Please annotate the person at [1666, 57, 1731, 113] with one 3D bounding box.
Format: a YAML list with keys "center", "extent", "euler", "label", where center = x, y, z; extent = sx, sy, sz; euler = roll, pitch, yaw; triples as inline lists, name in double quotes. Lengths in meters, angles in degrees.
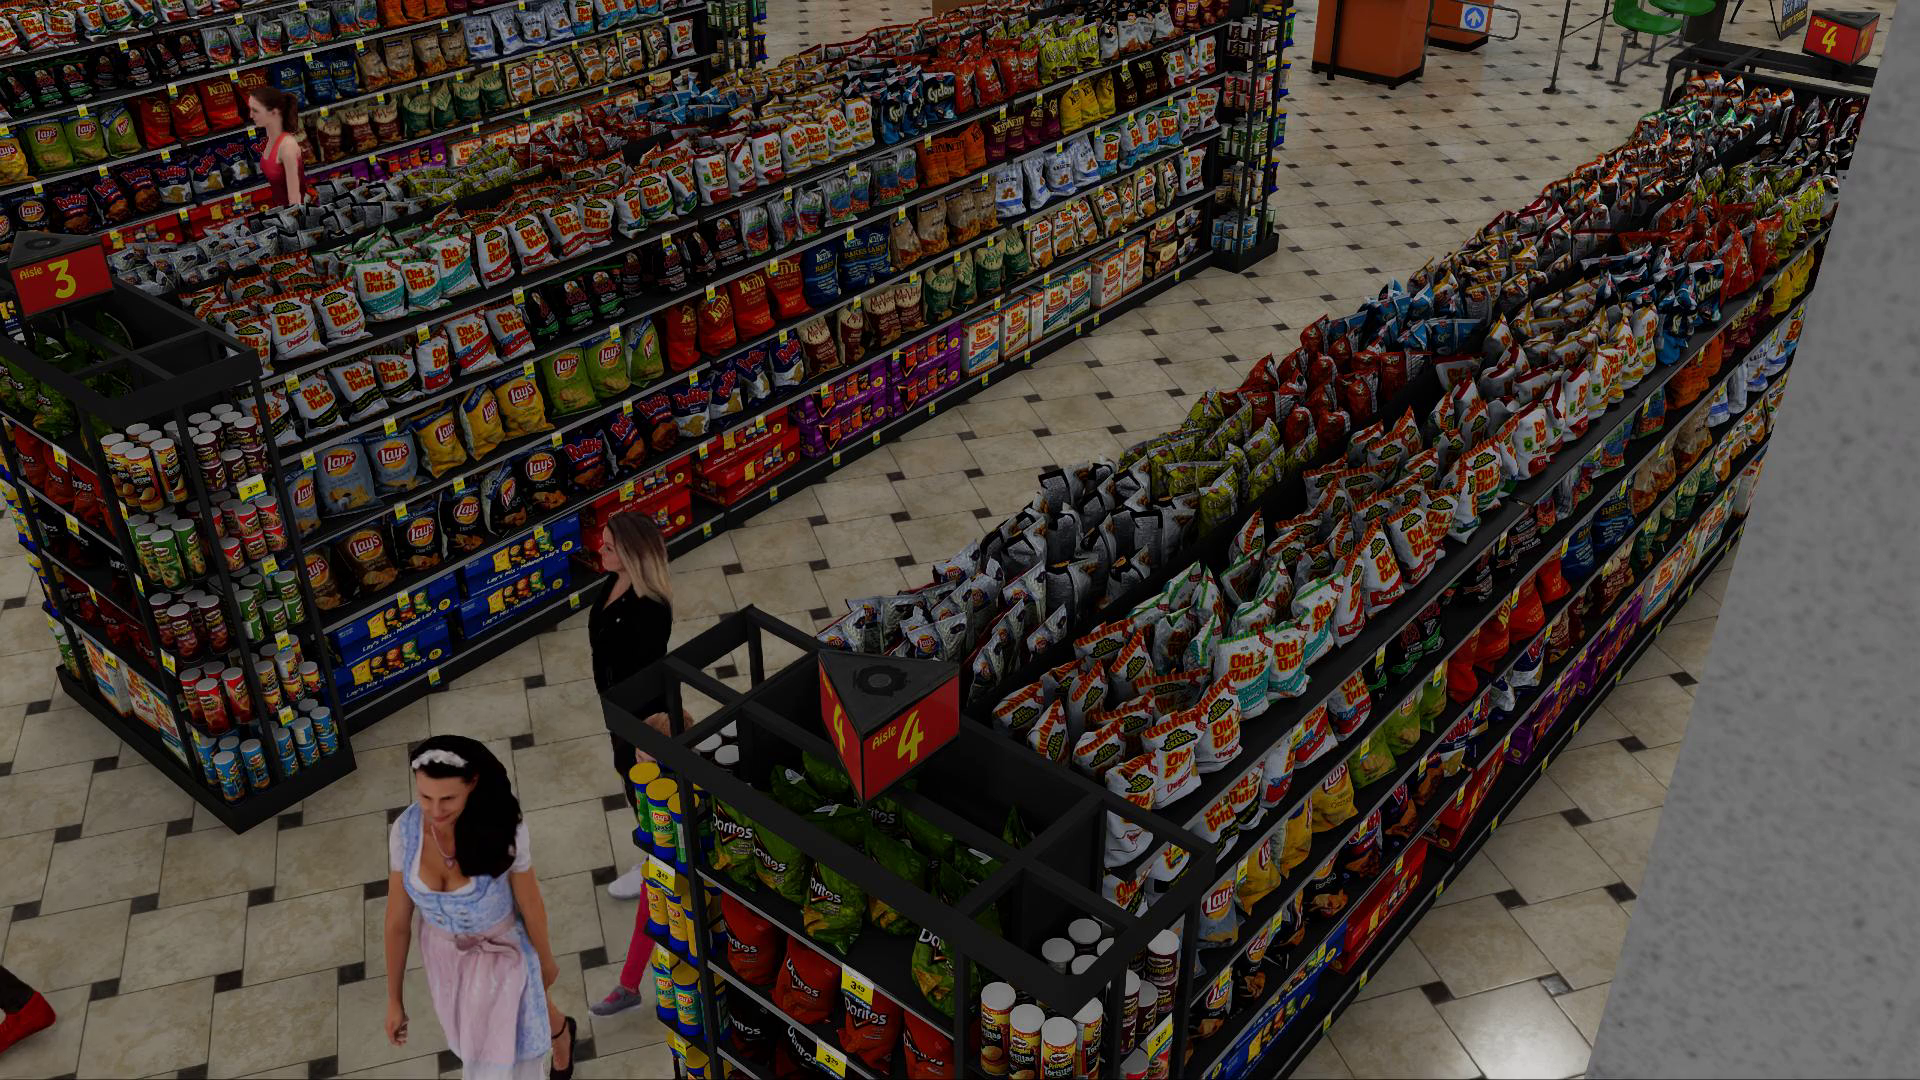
- center: [4.456, -2.244, 10.603]
  extent: [0.873, 1.844, 0.811]
  euler: [-3, 32, -4]
  label: "person"

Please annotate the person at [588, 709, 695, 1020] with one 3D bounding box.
- center: [-0.917, 1.096, 5.807]
  extent: [0.484, 1.240, 0.860]
  euler: [26, 40, 35]
  label: "person"

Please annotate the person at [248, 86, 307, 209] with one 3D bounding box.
- center: [-3.995, -1.937, 10.208]
  extent: [0.842, 1.740, 0.707]
  euler: [-20, 37, -28]
  label: "person"

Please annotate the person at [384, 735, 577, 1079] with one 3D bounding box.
- center: [-1.412, 1.264, 5.058]
  extent: [1.037, 1.747, 1.315]
  euler: [5, 32, 8]
  label: "person"
